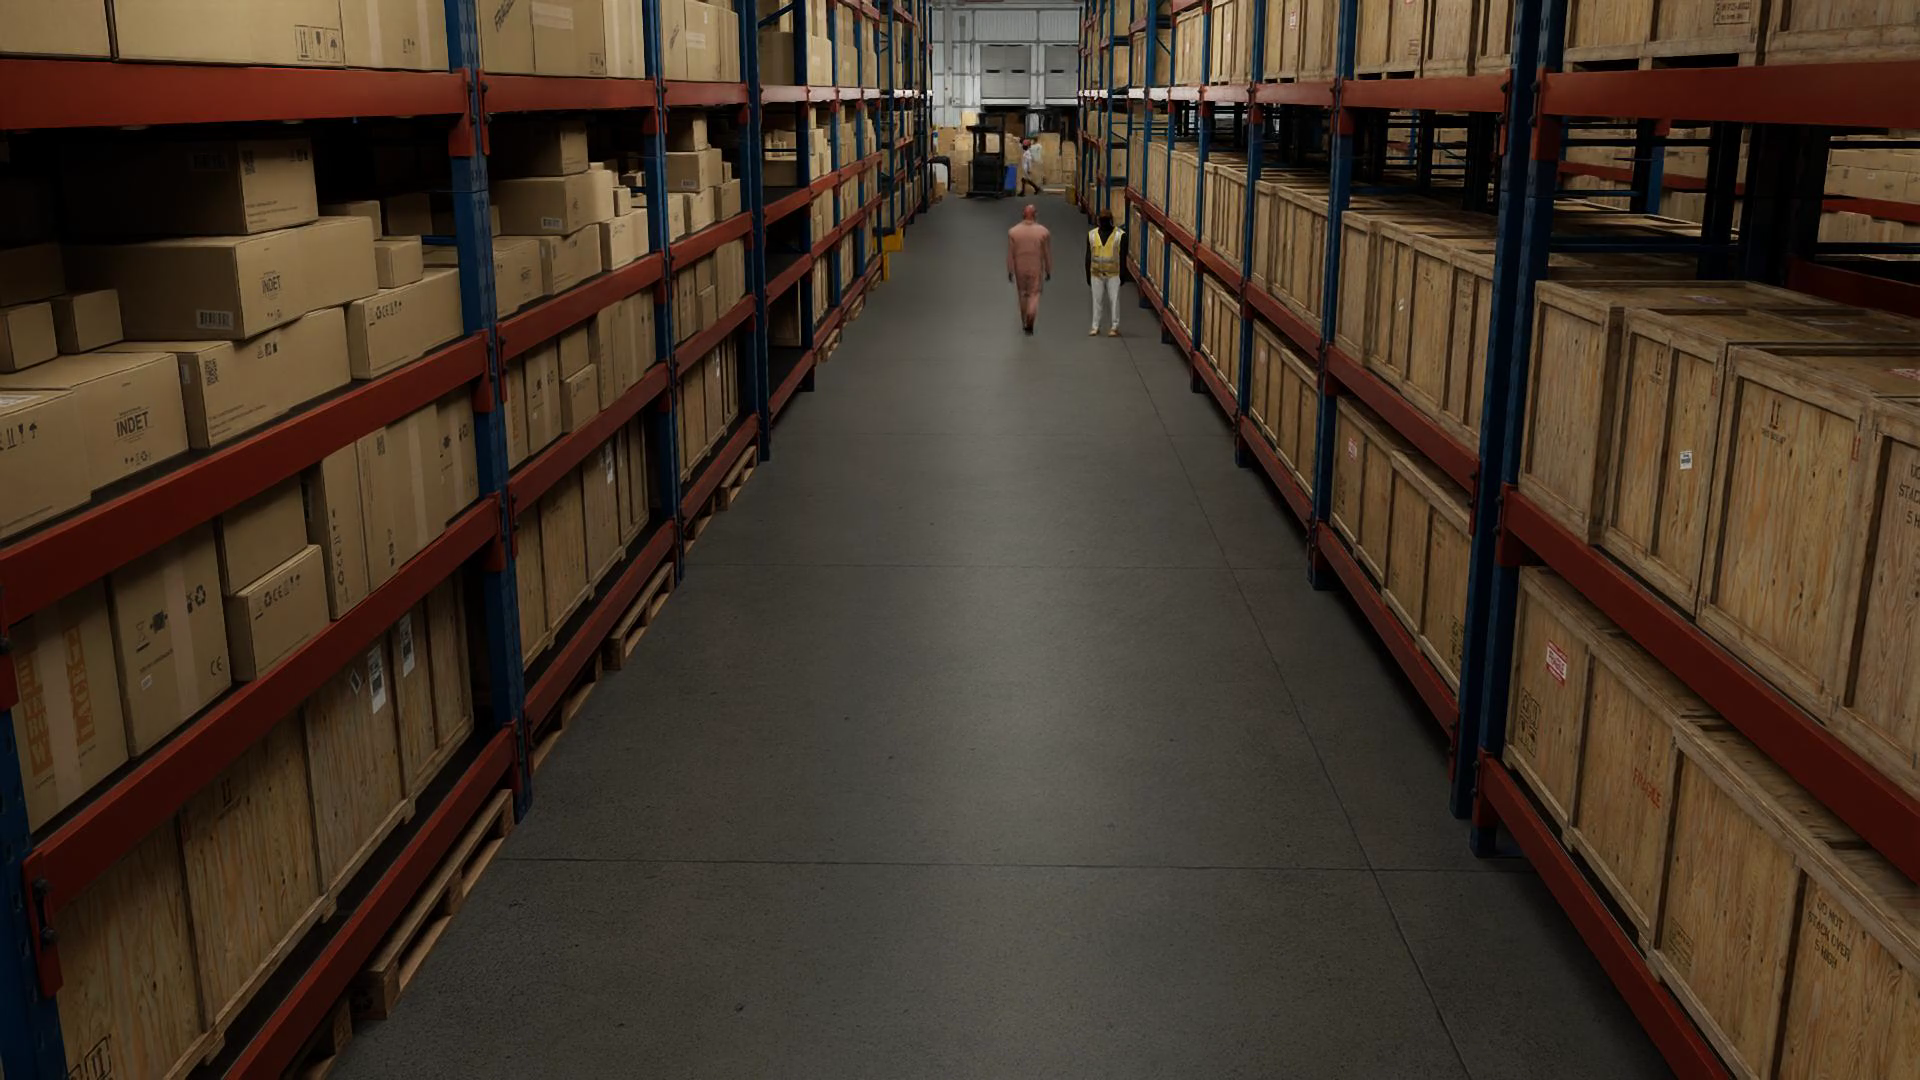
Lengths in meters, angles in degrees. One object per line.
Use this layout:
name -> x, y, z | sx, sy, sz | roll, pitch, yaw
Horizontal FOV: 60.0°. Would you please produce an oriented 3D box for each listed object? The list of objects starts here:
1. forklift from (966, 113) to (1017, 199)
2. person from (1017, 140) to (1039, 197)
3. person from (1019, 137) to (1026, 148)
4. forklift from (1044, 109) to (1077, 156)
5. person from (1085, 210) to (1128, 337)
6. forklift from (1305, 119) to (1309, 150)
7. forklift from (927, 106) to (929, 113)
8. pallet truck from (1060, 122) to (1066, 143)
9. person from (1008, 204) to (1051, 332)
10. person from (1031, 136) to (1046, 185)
forklift -> 1.108, -12.869, 55.673 | 1.129, 2.768, 1.873 | 7, 17, 24
person -> 2.329, -12.750, 57.054 | 0.724, 1.923, 0.555 | 0, 15, -2
person -> 2.376, -14.478, 63.630 | 0.430, 1.845, 0.619 | -5, 16, -19
forklift -> 3.976, -17.027, 71.143 | 1.873, 2.768, 1.129 | -8, 17, -28
person -> 2.116, -3.869, 24.184 | 0.619, 1.836, 0.430 | 5, 16, 18
forklift -> 8.977, -9.599, 43.507 | 1.873, 2.768, 1.129 | 0, 15, 2
forklift -> -2.016, -20.522, 84.149 | 1.129, 2.768, 1.873 | 0, 15, 2
pallet truck -> 5.788, -21.111, 88.014 | 1.885, 1.965, 0.823 | 5, 16, 18
person -> 1.023, -4.019, 24.635 | 0.650, 1.885, 0.747 | 3, 15, 12
person -> 2.937, -14.332, 62.955 | 0.721, 1.917, 0.631 | -8, 17, -29
